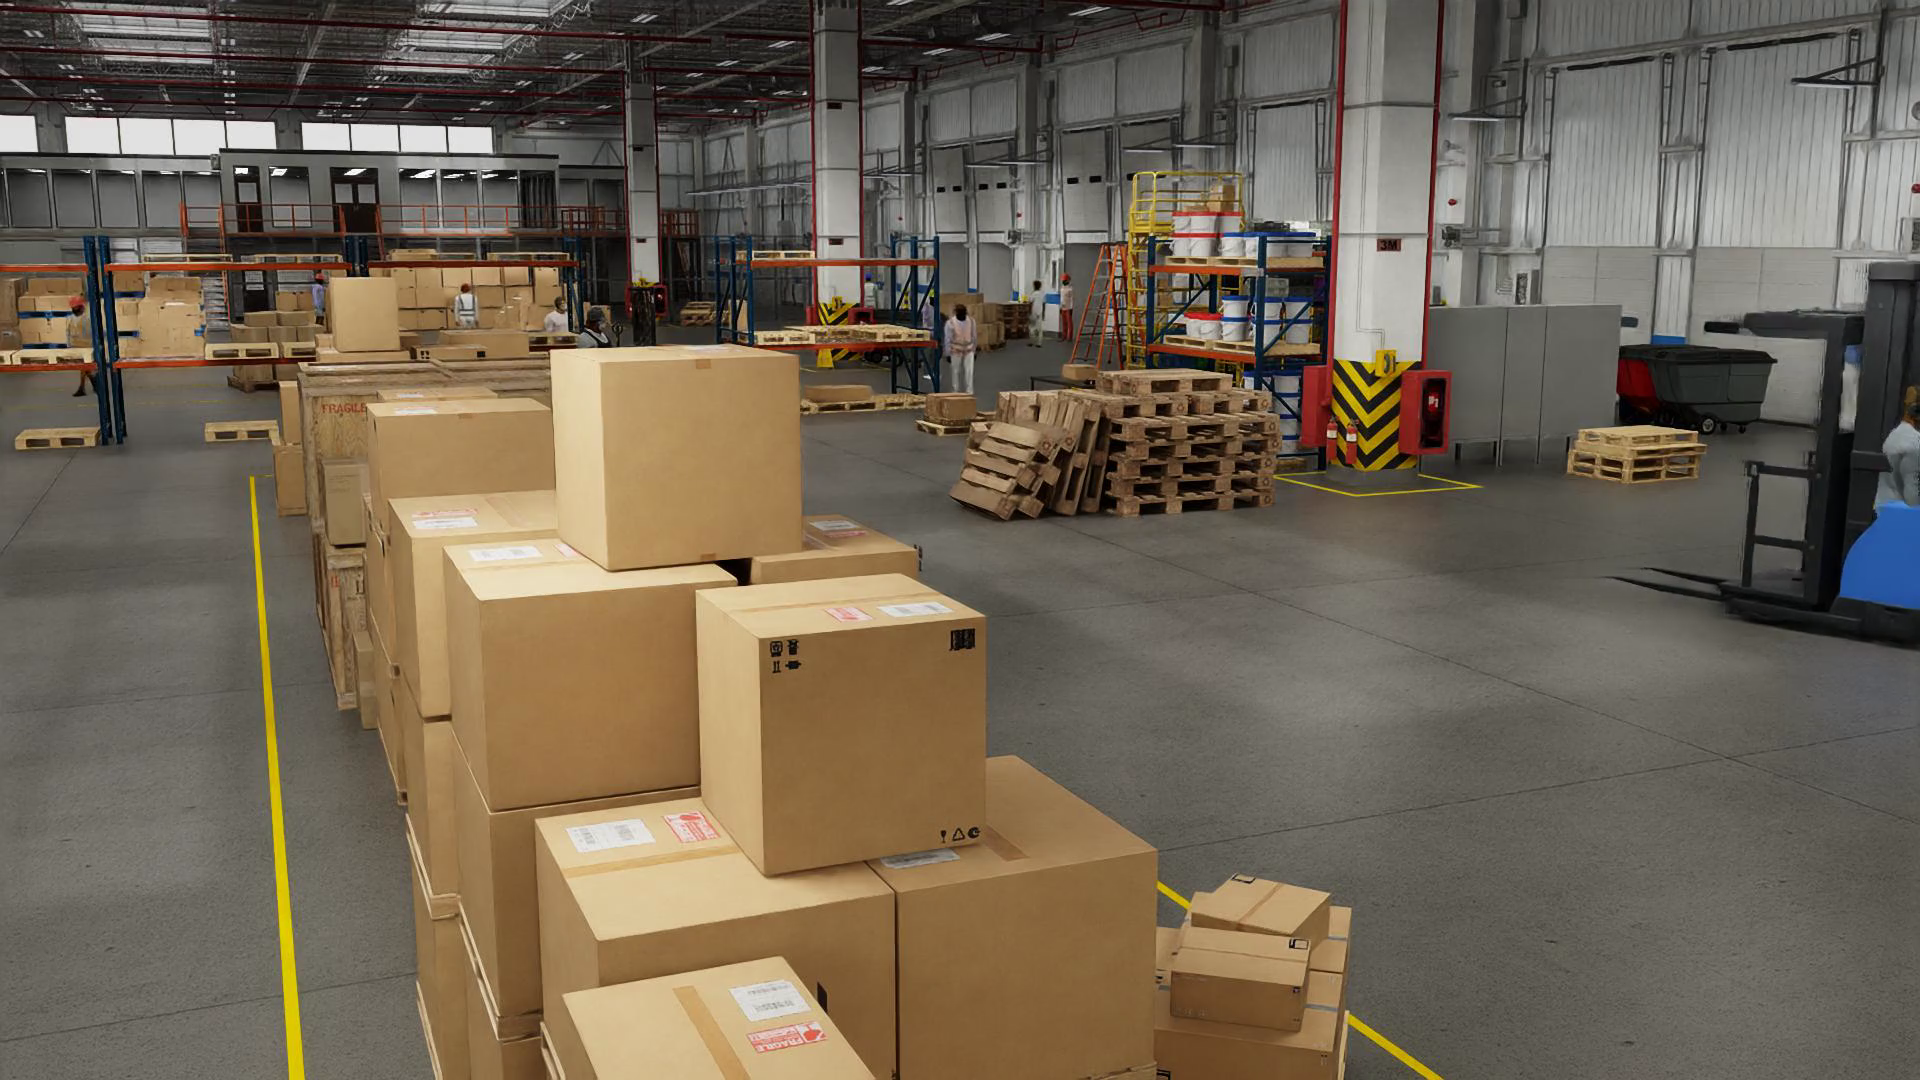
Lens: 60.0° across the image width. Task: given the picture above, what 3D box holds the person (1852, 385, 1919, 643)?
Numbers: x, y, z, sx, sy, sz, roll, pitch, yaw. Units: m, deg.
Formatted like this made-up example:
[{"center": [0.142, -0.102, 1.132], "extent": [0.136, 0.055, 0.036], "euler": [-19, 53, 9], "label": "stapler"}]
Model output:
[{"center": [6.957, -0.191, 12.376], "extent": [0.367, 1.926, 0.639], "euler": [1, 10, 4], "label": "person"}]

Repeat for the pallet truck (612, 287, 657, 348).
[{"center": [-6.464, -4.406, 35.401], "extent": [0.823, 1.965, 1.885], "euler": [6, 12, 32], "label": "pallet truck"}]

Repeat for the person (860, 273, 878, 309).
[{"center": [-2.890, -7.438, 52.351], "extent": [0.609, 1.917, 0.850], "euler": [-1, 10, -7], "label": "person"}]

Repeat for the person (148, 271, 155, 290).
[{"center": [-27.782, -8.311, 57.301], "extent": [0.409, 1.876, 0.588], "euler": [-7, 12, -34], "label": "person"}]

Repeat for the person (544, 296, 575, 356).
[{"center": [-7.346, -3.524, 30.699], "extent": [0.359, 1.939, 0.635], "euler": [9, 14, 41], "label": "person"}]

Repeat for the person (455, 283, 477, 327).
[{"center": [-12.755, -5.728, 43.065], "extent": [0.582, 1.865, 0.666], "euler": [-7, 12, -34], "label": "person"}]

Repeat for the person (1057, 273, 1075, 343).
[{"center": [3.069, -6.694, 48.015], "extent": [0.378, 1.996, 0.609], "euler": [-6, 12, -29], "label": "person"}]

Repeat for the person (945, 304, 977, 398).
[{"center": [0.037, -3.431, 30.602], "extent": [0.637, 1.788, 0.960], "euler": [-2, 11, -13], "label": "person"}]

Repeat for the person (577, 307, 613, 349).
[{"center": [-5.124, -2.305, 23.703], "extent": [0.539, 2.000, 0.688], "euler": [2, 11, 13], "label": "person"}]

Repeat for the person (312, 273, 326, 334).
[{"center": [-19.468, -7.134, 50.614], "extent": [0.547, 1.934, 0.375], "euler": [9, 14, 42], "label": "person"}]

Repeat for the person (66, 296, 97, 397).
[{"center": [-16.807, -3.720, 31.878], "extent": [0.553, 1.913, 0.824], "euler": [1, 10, 7], "label": "person"}]

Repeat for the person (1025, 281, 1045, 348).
[{"center": [2.051, -6.191, 45.667], "extent": [0.562, 1.836, 0.846], "euler": [-4, 11, -23], "label": "person"}]

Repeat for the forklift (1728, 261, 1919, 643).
[{"center": [7.104, -0.700, 12.543], "extent": [1.129, 2.768, 1.873], "euler": [-8, 13, -38], "label": "forklift"}]

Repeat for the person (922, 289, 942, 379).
[{"center": [-0.586, -4.402, 35.601], "extent": [0.392, 1.918, 0.589], "euler": [6, 12, 30], "label": "person"}]
